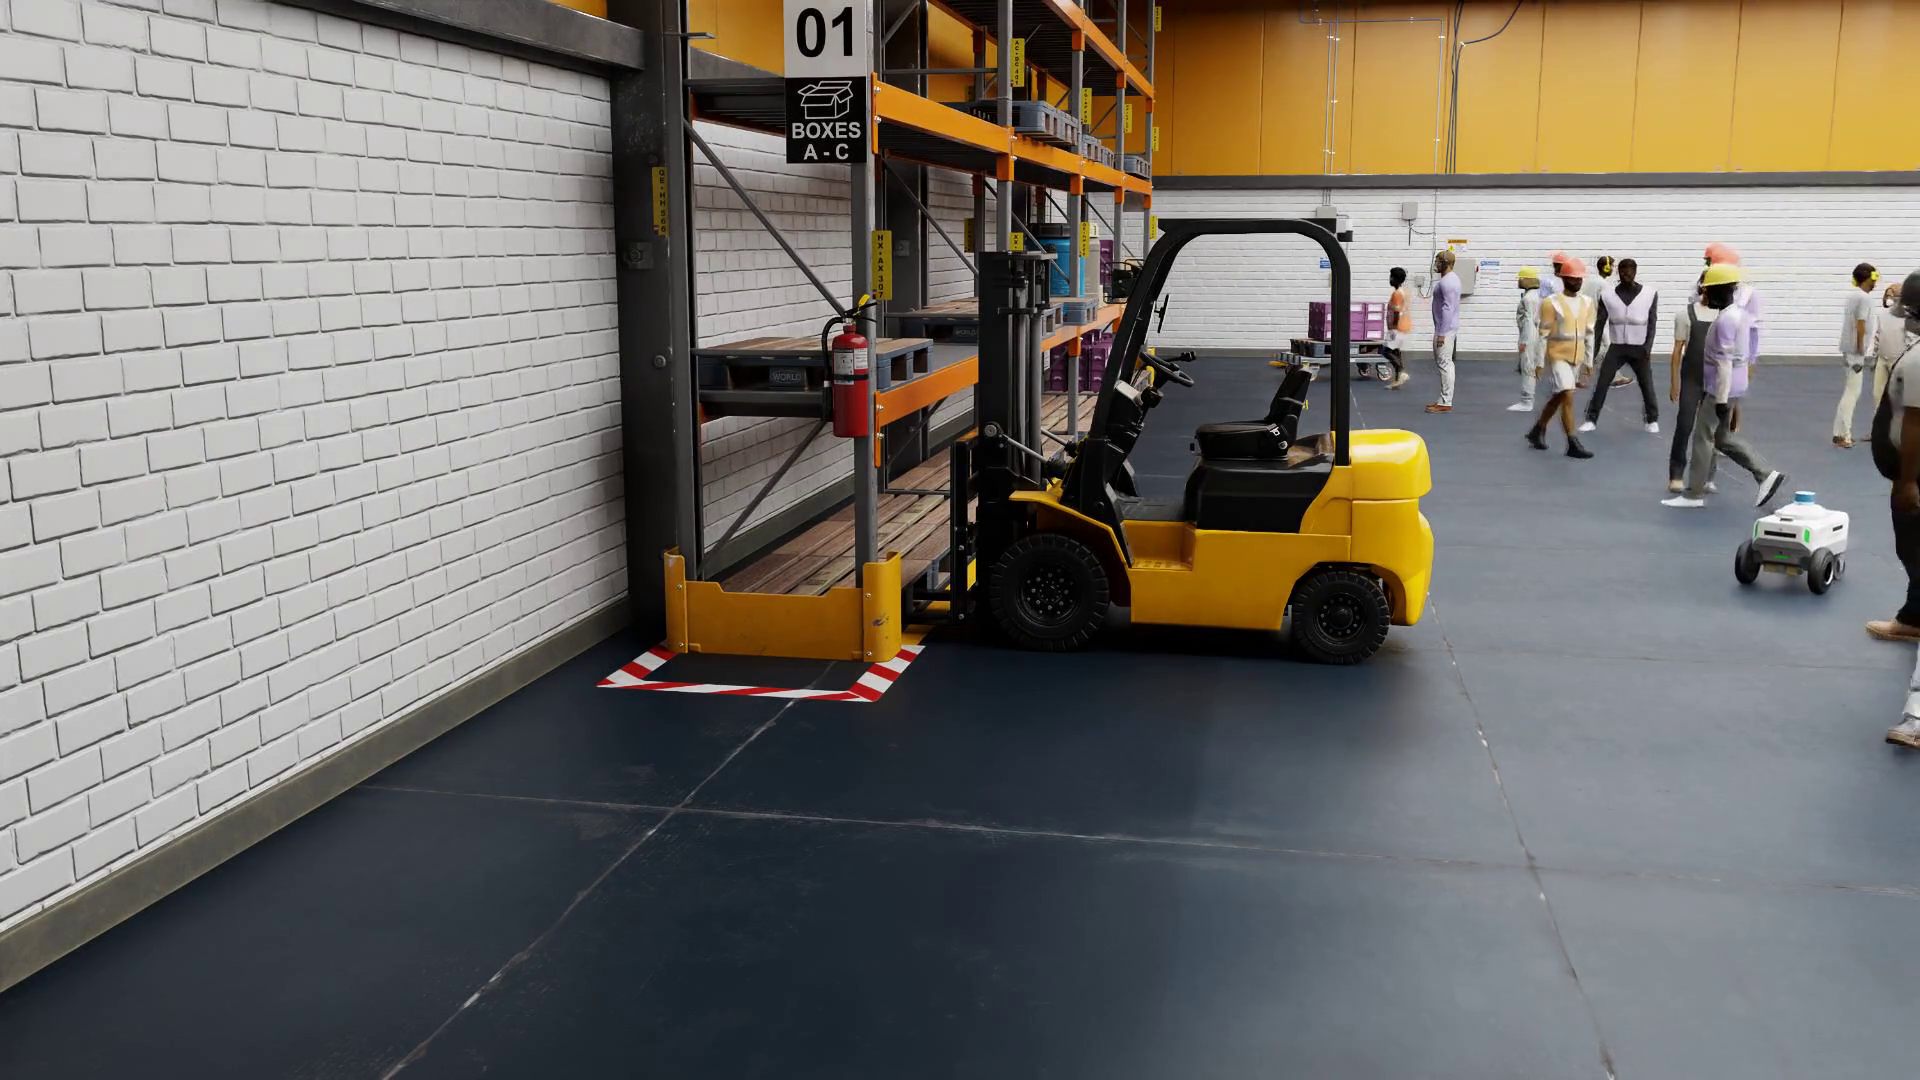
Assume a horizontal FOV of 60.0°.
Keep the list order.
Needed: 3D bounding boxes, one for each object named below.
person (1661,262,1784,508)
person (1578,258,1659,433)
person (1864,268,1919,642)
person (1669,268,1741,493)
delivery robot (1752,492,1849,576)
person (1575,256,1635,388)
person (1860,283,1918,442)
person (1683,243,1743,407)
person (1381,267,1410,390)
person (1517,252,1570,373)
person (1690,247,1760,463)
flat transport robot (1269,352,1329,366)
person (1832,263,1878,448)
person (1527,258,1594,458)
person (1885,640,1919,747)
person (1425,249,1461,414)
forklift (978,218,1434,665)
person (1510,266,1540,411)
[{"bbox_3d":[5.904,-1.170,12.753,0.783,1.902,0.612,6,12,30],"label":"person"},{"bbox_3d":[7.120,-2.080,17.871,0.779,1.867,0.557,5,12,28],"label":"person"},{"bbox_3d":[4.822,-0.417,8.230,0.742,2.000,0.662,-6,12,-29],"label":"person"},{"bbox_3d":[6.097,-1.300,13.618,0.525,1.844,0.361,2,11,11],"label":"person"},{"bbox_3d":[5.073,-0.049,10.030,0.707,0.478,0.477,-10,14,-44],"label":"delivery robot"},{"bbox_3d":[8.878,-2.990,22.973,0.965,1.814,0.514,-2,10,-9],"label":"person"},{"bbox_3d":[9.481,-1.785,16.896,0.419,1.629,0.519,-3,11,-17],"label":"person"},{"bbox_3d":[8.882,-2.515,19.802,0.632,2.009,0.879,-1,10,-7],"label":"person"},{"bbox_3d":[5.934,-2.871,22.648,0.366,1.681,0.560,4,11,20],"label":"person"},{"bbox_3d":[8.643,-3.288,24.439,0.552,1.884,1.036,-7,13,-35],"label":"person"},{"bbox_3d":[7.113,-1.722,15.502,0.616,2.003,1.015,7,12,33],"label":"person"},{"bbox_3d":[5.653,-2.944,26.941,0.652,0.197,1.431,9,13,39],"label":"flat transport robot"},{"bbox_3d":[8.967,-1.835,16.612,0.308,1.838,0.700,3,11,15],"label":"person"},{"bbox_3d":[5.827,-1.770,16.072,0.554,1.899,0.995,-4,11,-19],"label":"person"},{"bbox_3d":[4.136,-0.046,6.701,0.887,1.845,0.588,-8,13,-39],"label":"person"},{"bbox_3d":[5.751,-2.470,19.765,0.355,1.938,0.637,4,11,19],"label":"person"},{"bbox_3d":[1.285,-0.567,8.635,2.313,2.155,1.214,2,11,11],"label":"forklift"},{"bbox_3d":[6.824,-2.428,20.079,0.320,1.744,0.491,5,11,25],"label":"person"}]
